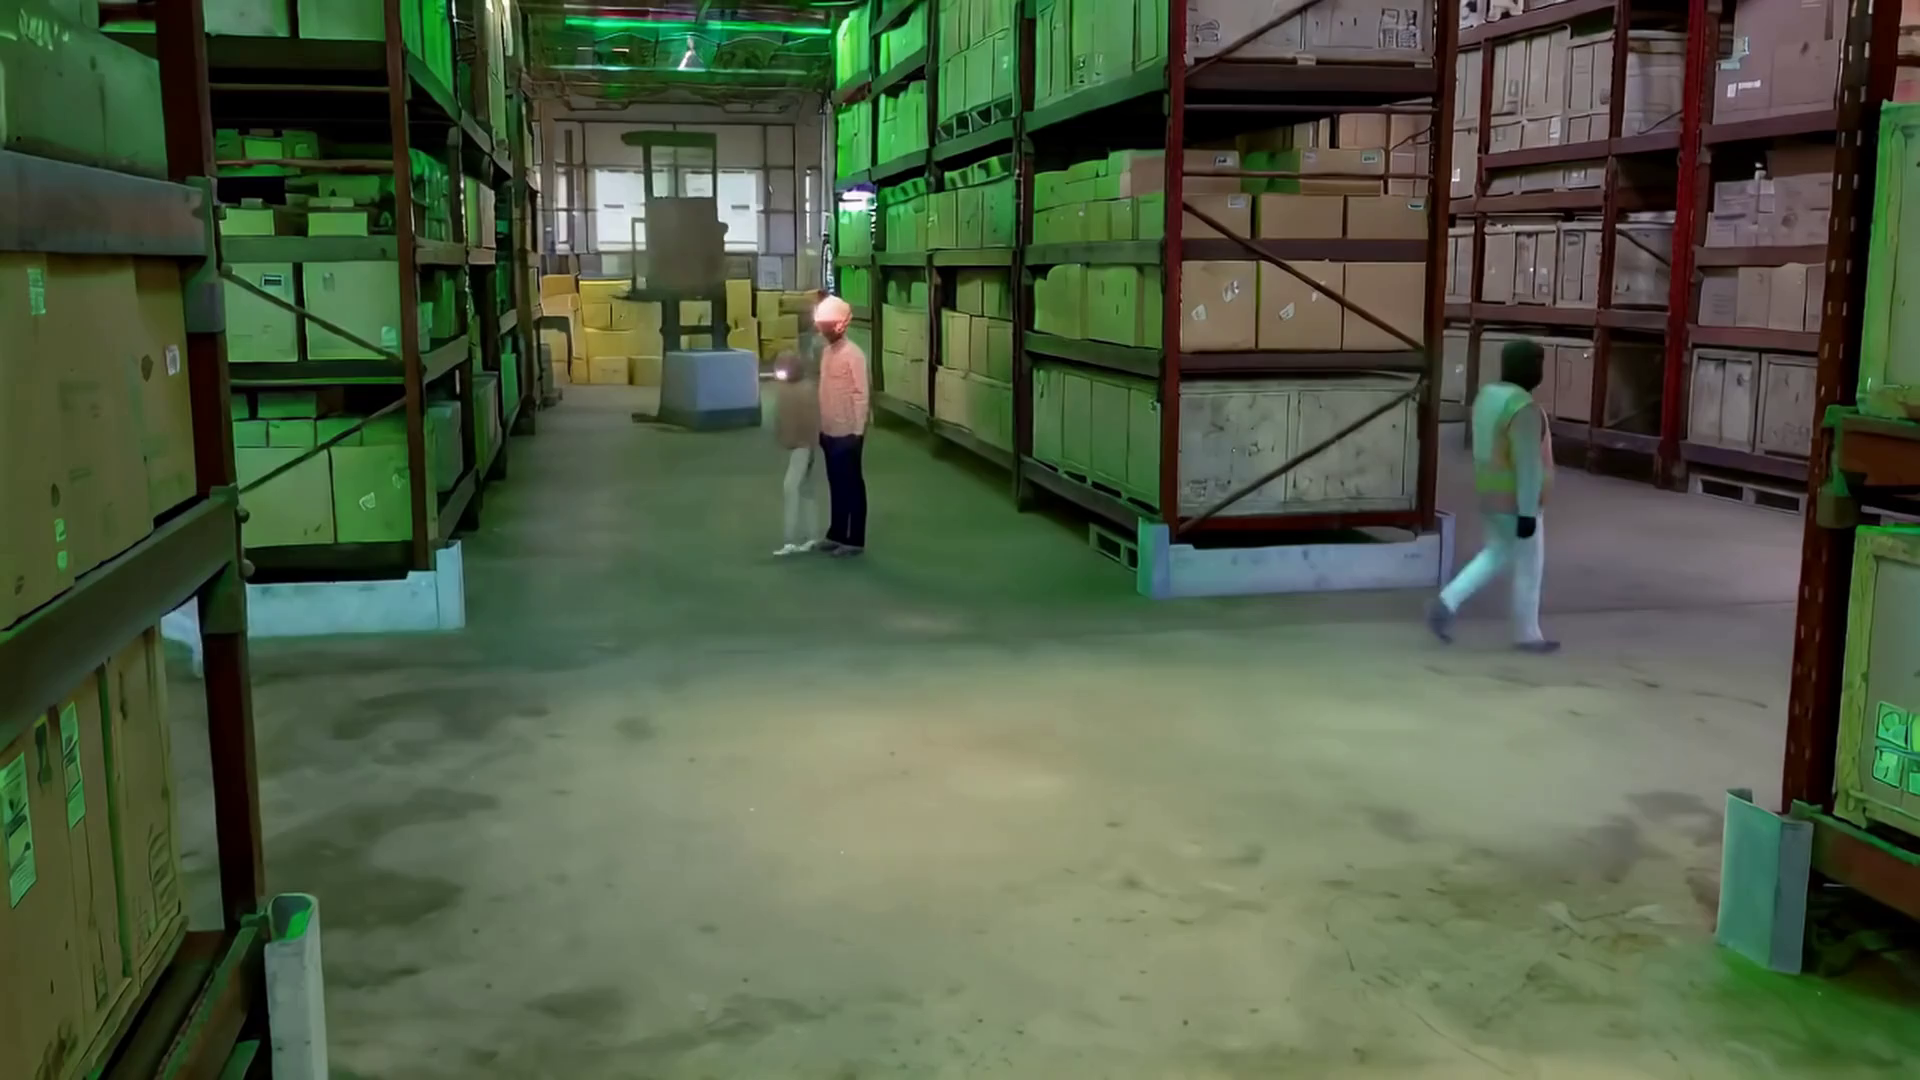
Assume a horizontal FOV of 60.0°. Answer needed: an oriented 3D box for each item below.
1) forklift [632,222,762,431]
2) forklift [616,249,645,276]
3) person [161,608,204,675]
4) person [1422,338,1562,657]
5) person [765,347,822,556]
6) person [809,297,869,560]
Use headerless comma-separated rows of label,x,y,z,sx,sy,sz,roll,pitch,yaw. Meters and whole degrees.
forklift,-3.648,-2.977,22.968,1.129,2.768,1.873,-7,12,-36
forklift,-11.332,-8.624,57.390,1.129,2.768,1.873,-8,12,-39
person,-4.417,-0.026,8.834,0.760,1.616,0.514,-5,10,-27
person,3.070,-0.228,9.416,0.712,1.826,0.634,-2,9,-11
person,-1.305,-0.679,12.819,0.629,1.604,0.516,-8,12,-39
person,-0.916,-0.846,12.691,0.392,1.990,0.612,-5,11,-30
